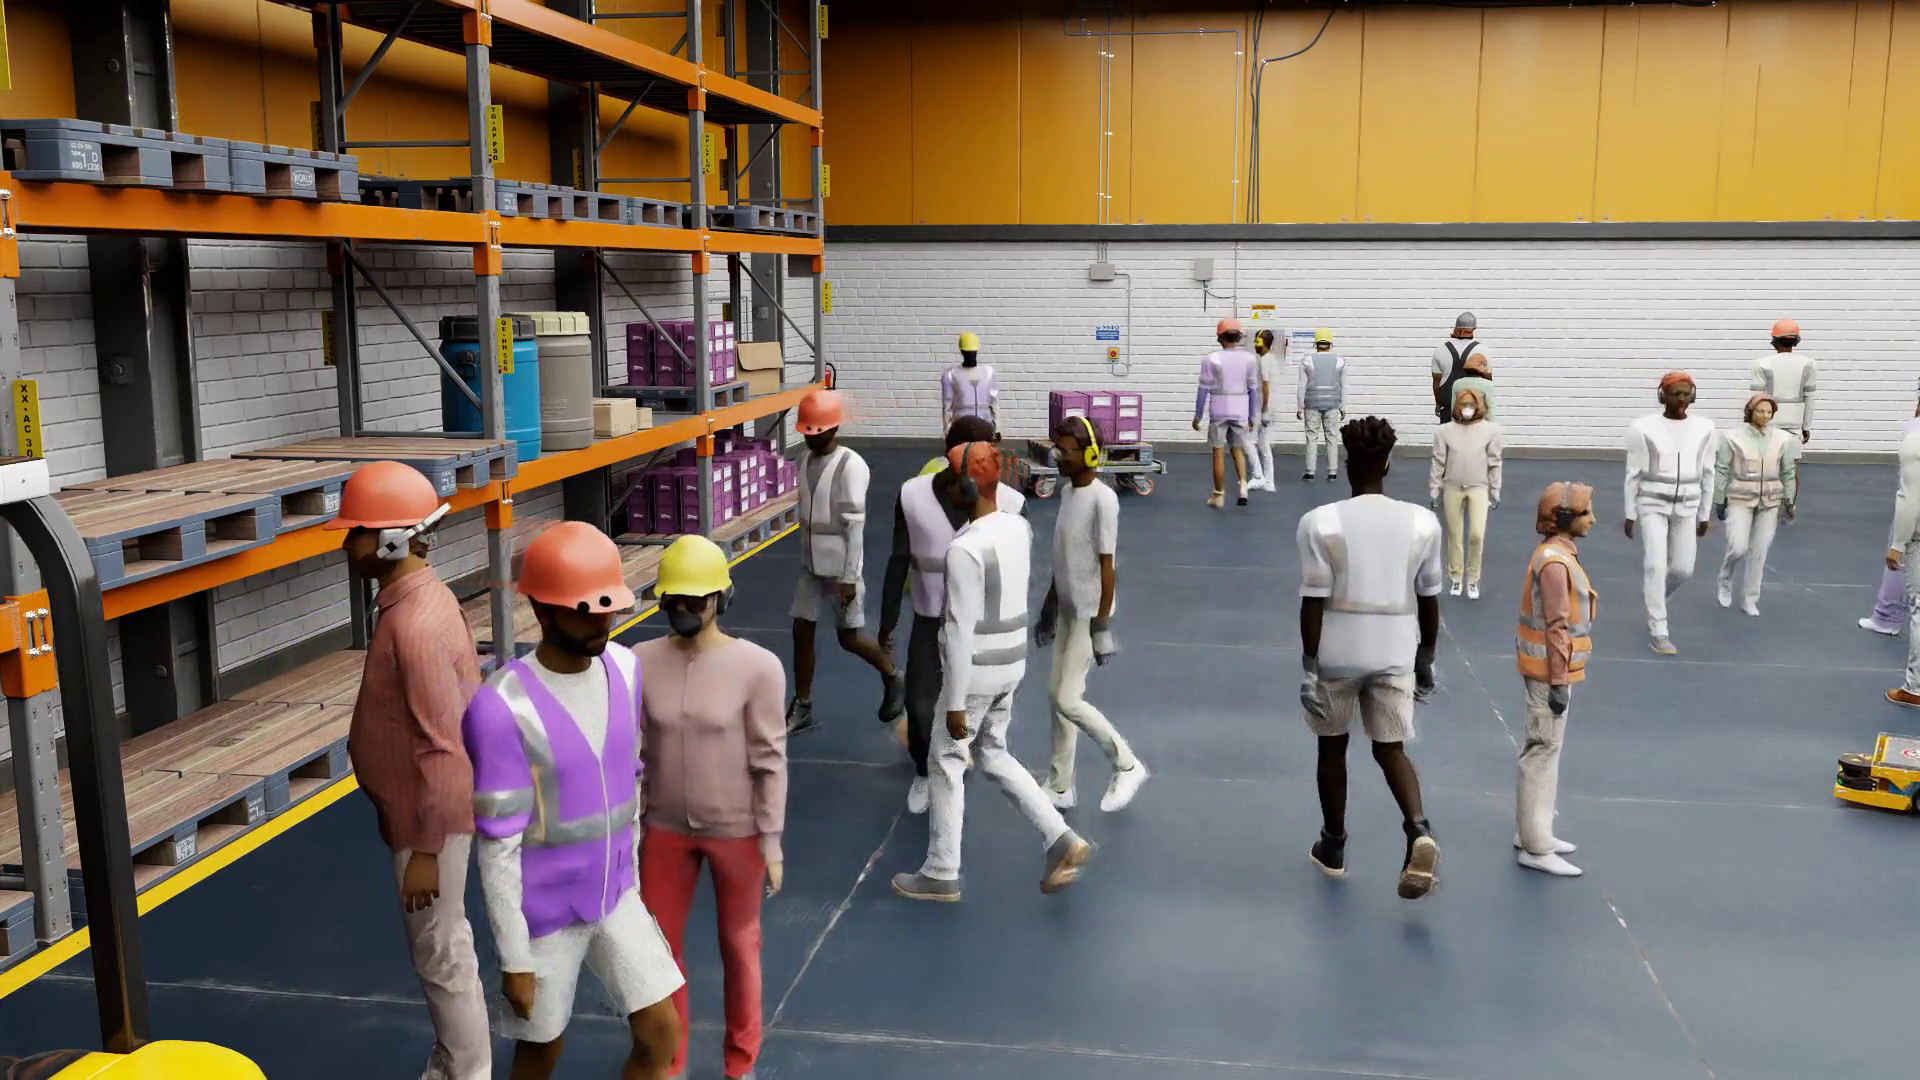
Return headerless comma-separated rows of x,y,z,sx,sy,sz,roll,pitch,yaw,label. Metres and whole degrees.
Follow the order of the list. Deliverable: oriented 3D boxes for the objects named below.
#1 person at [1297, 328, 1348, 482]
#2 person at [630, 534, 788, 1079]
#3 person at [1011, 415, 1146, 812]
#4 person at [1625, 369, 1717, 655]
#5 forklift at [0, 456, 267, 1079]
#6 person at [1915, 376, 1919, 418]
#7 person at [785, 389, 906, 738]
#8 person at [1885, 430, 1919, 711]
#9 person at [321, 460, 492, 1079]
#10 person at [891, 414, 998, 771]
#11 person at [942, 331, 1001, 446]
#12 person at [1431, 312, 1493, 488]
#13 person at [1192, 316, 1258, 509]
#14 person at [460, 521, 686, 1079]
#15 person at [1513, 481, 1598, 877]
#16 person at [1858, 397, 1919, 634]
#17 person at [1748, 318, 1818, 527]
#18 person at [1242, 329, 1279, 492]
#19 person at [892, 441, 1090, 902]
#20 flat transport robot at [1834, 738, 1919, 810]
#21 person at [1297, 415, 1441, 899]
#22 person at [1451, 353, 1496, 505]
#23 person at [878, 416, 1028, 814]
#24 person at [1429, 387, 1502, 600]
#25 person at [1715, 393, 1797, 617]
4.290,-1.598,19.746,0.599,1.830,0.404,0,9,1,person
-0.753,0.853,4.862,0.533,1.764,0.360,2,9,12,person
0.526,0.351,7.640,0.535,1.859,0.551,-3,10,-16,person
4.689,-0.205,11.059,0.582,1.865,0.666,1,9,5,person
-2.328,0.975,2.765,2.313,2.155,1.214,1,9,9,forklift
9.771,-1.080,16.567,0.485,1.833,0.858,7,12,37,person
-0.627,0.119,8.980,0.561,1.900,0.776,8,12,41,person
5.599,0.019,9.463,0.627,1.934,0.371,0,9,-2,person
-1.524,0.768,4.651,0.397,1.992,0.622,-3,10,-19,person
-0.040,0.283,8.210,0.457,1.813,0.662,-2,10,-14,person
0.097,-1.156,16.771,0.598,1.908,0.720,-3,10,-20,person
5.789,-1.604,19.142,0.684,2.000,0.538,5,10,28,person
2.784,-1.329,17.466,0.632,2.034,0.463,-2,10,-14,person
-0.907,0.898,4.083,0.664,1.910,0.586,7,11,35,person
2.490,0.567,6.983,0.310,1.639,0.517,3,10,18,person
6.531,-0.207,11.099,0.629,1.863,1.019,-1,9,-6,person
8.025,-1.146,16.297,0.611,2.048,0.364,1,9,8,person
3.401,-1.469,18.920,0.528,1.837,0.561,4,10,24,person
0.112,0.531,6.509,0.720,1.862,0.592,5,11,29,person
4.870,1.137,7.678,1.431,0.197,0.652,6,11,31,flat transport robot
1.657,0.478,6.651,0.610,1.941,0.765,-1,9,-5,person
5.485,-1.180,17.775,0.279,1.633,0.498,-9,13,-44,person
-0.038,0.373,7.424,0.673,1.884,0.453,1,9,6,person
3.840,-0.348,12.670,0.525,1.616,0.557,3,10,21,person
5.771,-0.249,12.061,0.518,1.625,0.363,1,9,6,person
